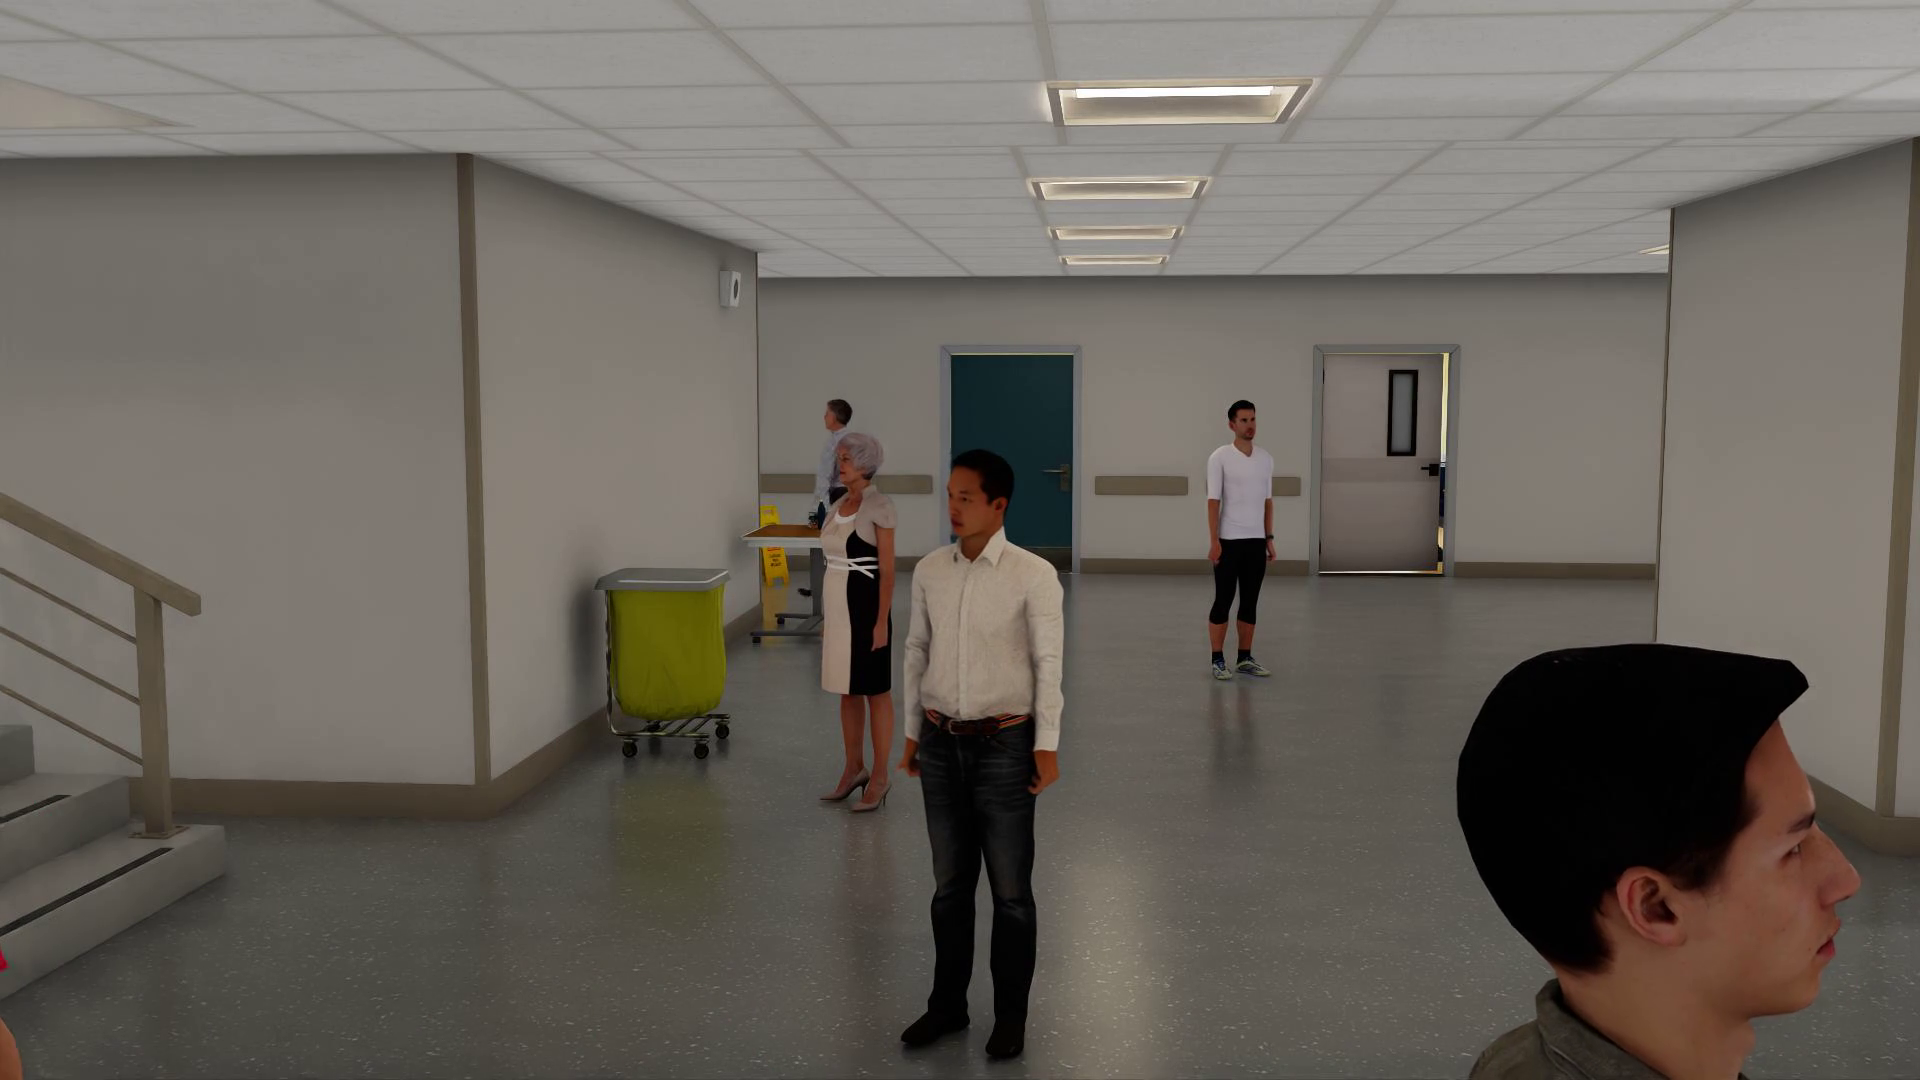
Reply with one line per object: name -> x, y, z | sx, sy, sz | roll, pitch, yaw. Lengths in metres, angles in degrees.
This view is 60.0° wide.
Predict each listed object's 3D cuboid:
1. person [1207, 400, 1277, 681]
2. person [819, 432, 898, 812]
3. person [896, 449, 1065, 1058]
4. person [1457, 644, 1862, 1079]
person -> 1.870, -0.012, 11.134 | 0.679, 1.851, 0.812 | -2, 6, -22
person -> -0.465, 0.373, 7.780 | 0.756, 1.755, 0.706 | -4, 7, -37
person -> 0.069, 0.625, 5.009 | 0.630, 1.809, 0.791 | 3, 6, 27
person -> 0.435, 0.986, 1.134 | 0.605, 1.866, 0.715 | 1, 6, 10
